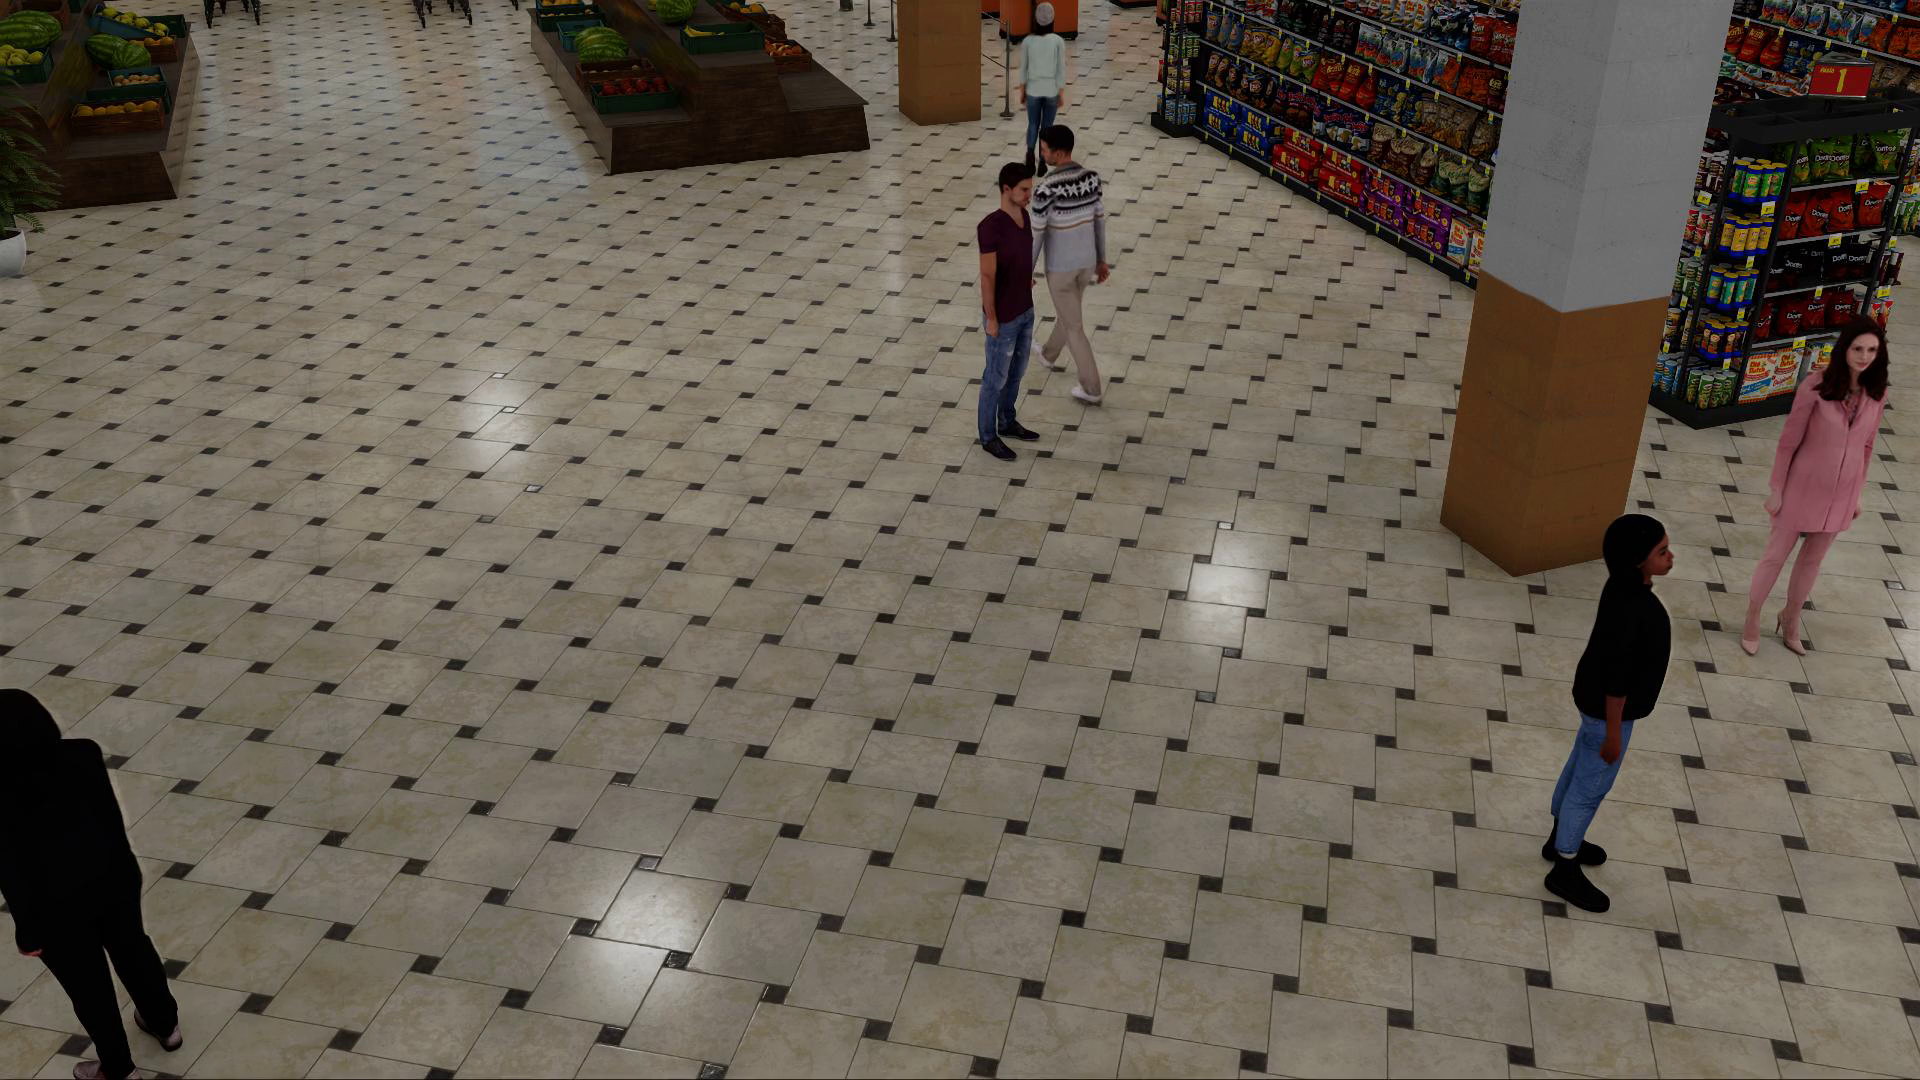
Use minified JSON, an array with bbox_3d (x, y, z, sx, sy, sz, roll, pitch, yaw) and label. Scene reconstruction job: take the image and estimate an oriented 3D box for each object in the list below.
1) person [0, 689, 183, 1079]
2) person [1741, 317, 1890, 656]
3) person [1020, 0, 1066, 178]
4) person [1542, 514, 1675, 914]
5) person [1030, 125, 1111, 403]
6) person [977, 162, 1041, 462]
[{"bbox_3d":[-3.030,1.204,5.703,0.827,1.615,0.760,11,30,18],"label":"person"},{"bbox_3d":[4.211,-0.250,8.171,0.688,1.801,0.652,1,29,2],"label":"person"},{"bbox_3d":[0.765,-4.166,15.522,0.820,1.631,0.950,5,29,10],"label":"person"},{"bbox_3d":[2.559,0.667,6.596,0.717,1.702,0.642,9,30,16],"label":"person"},{"bbox_3d":[0.775,-1.769,10.946,0.932,1.810,1.269,-19,34,-30],"label":"person"},{"bbox_3d":[0.291,-1.435,10.295,0.774,1.847,0.736,16,32,26],"label":"person"}]
